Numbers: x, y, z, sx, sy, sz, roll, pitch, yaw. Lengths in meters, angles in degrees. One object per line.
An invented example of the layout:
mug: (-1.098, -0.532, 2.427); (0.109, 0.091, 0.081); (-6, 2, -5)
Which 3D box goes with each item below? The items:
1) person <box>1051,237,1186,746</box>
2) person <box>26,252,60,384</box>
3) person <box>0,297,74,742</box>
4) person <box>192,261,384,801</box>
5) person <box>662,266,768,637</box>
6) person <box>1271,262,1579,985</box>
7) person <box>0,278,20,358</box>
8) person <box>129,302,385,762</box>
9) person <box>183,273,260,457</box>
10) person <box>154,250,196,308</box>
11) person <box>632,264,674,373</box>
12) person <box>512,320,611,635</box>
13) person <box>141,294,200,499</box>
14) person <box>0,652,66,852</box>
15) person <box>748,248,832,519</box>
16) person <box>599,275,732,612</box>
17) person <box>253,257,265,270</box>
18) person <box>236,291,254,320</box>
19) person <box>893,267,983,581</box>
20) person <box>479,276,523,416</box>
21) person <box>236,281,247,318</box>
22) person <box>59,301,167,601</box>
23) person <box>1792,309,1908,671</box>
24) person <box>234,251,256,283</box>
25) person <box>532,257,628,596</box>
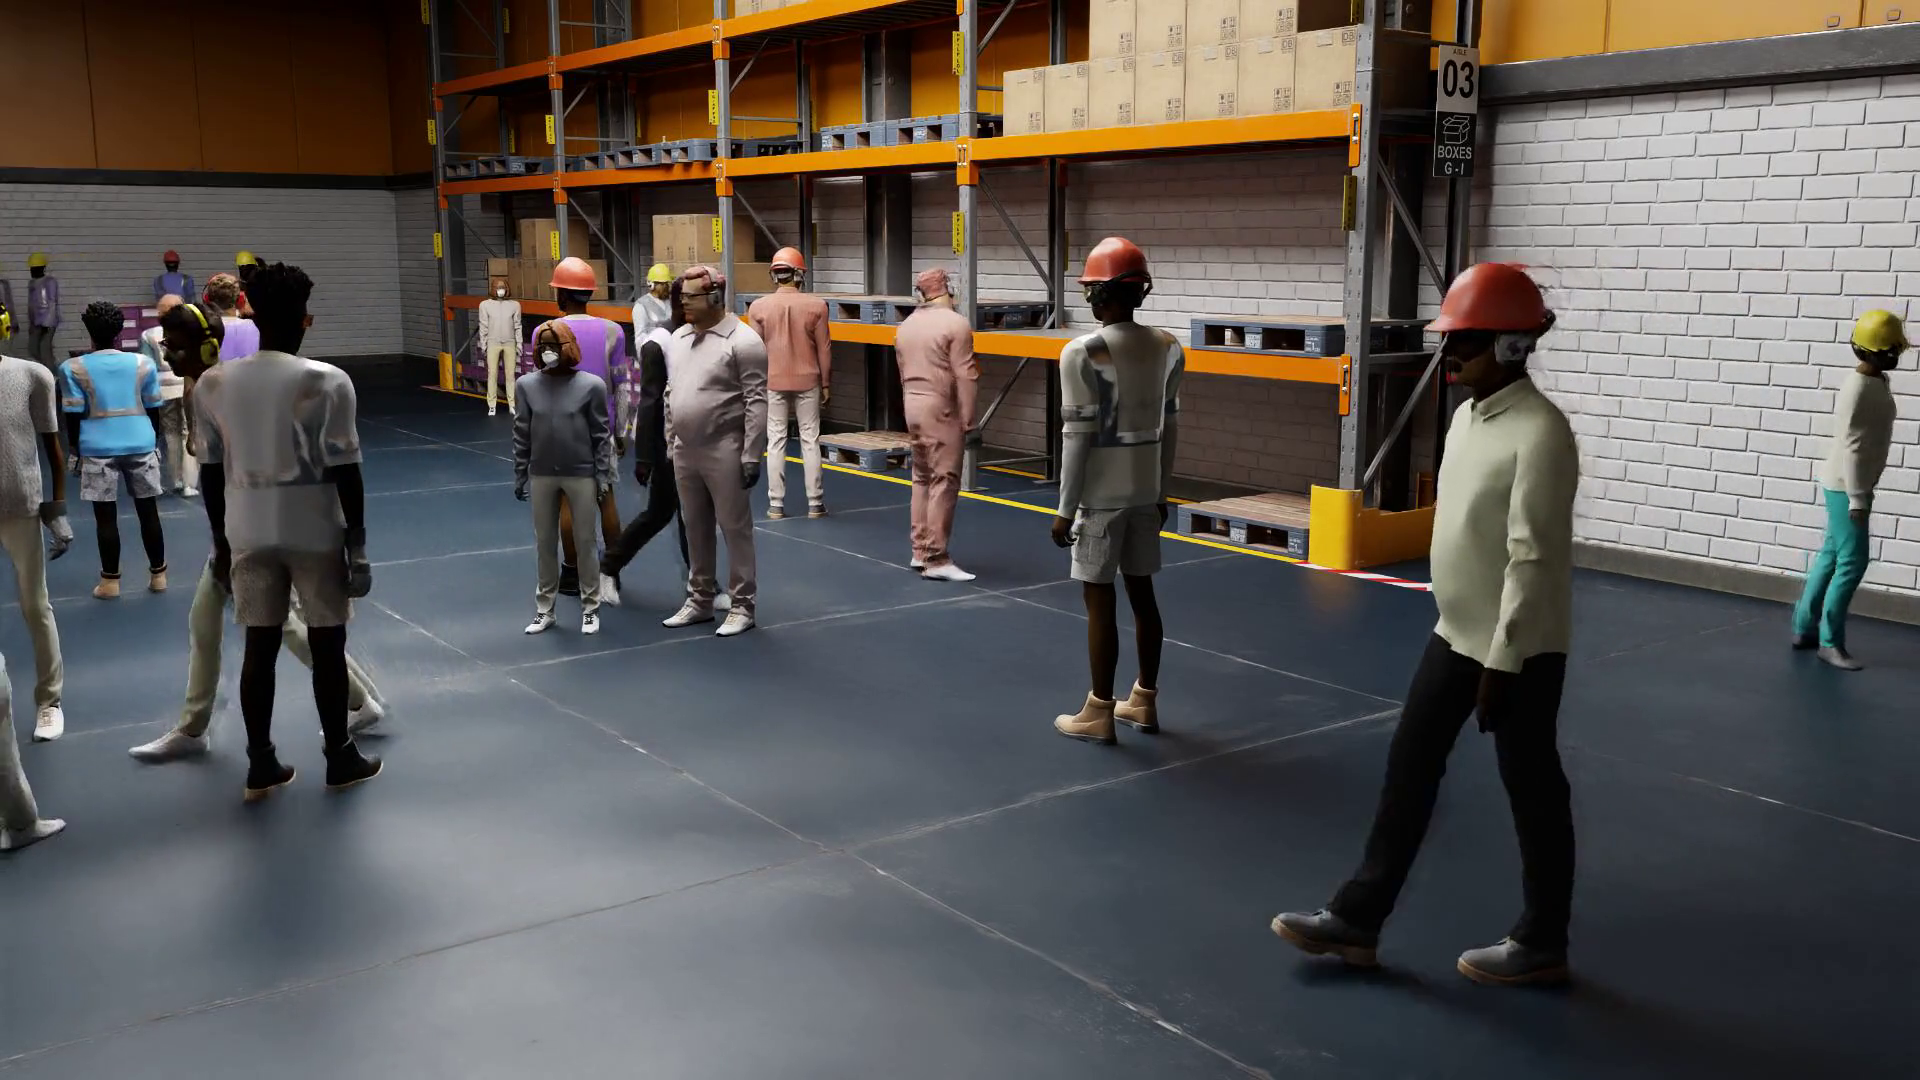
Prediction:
person: (0.618, -0.190, 6.746); (0.608, 2.044, 0.372); (-8, 13, -38)
person: (-12.600, -2.991, 22.836); (0.603, 1.908, 0.526); (5, 11, 27)
person: (-3.884, -0.096, 6.722); (0.535, 1.864, 0.309); (-2, 10, -12)
person: (-2.446, -0.029, 6.075); (0.613, 1.965, 0.363); (1, 10, 6)
person: (-1.300, -0.456, 8.623); (0.653, 1.904, 0.405); (7, 12, 34)
person: (1.283, 0.260, 4.437); (0.905, 1.960, 0.647); (-2, 10, -8)
person: (-13.489, -3.016, 23.349); (0.417, 1.782, 0.638); (2, 10, 12)
person: (-2.811, -0.042, 6.599); (0.931, 1.817, 0.572); (-5, 11, -26)
person: (-4.380, -0.680, 10.043); (0.564, 1.845, 0.389); (-6, 12, -32)
person: (-11.527, -3.291, 24.465); (0.553, 1.940, 0.557); (-3, 10, -14)
person: (-2.943, -1.800, 16.396); (0.403, 1.824, 0.581); (7, 12, 34)
person: (-2.060, -0.318, 8.612); (0.507, 1.632, 0.272); (1, 10, 3)
person: (-6.232, -1.160, 13.378); (0.523, 1.618, 0.704); (-2, 10, -10)
person: (-3.292, 0.300, 5.253); (0.537, 1.600, 0.796); (1, 10, 8)
person: (-1.242, -1.145, 12.251); (0.608, 1.988, 0.392); (0, 10, -2)
person: (-1.652, -0.534, 9.208); (0.949, 1.866, 0.637); (2, 10, 13)
person: (-9.871, -3.118, 23.783); (0.374, 1.827, 0.562); (7, 12, 35)
person: (-6.432, -1.500, 15.325); (0.497, 1.603, 0.761); (7, 12, 35)
person: (-0.133, -0.704, 10.119); (0.440, 1.878, 0.711); (-8, 13, -37)
person: (-5.402, -2.282, 19.609); (0.498, 1.633, 0.282); (-5, 11, -25)
person: (-6.982, -1.688, 16.198); (0.550, 1.644, 0.866); (0, 10, 1)
person: (-4.806, -0.504, 9.471); (0.535, 1.697, 0.322); (-9, 13, -41)
person: (4.274, -0.249, 8.004); (0.417, 1.723, 0.659); (7, 13, 36)
person: (-8.852, -2.635, 20.768); (0.588, 1.927, 0.370); (0, 10, -1)
person: (-2.187, -0.648, 9.594); (0.552, 1.942, 0.340); (-6, 12, -30)
